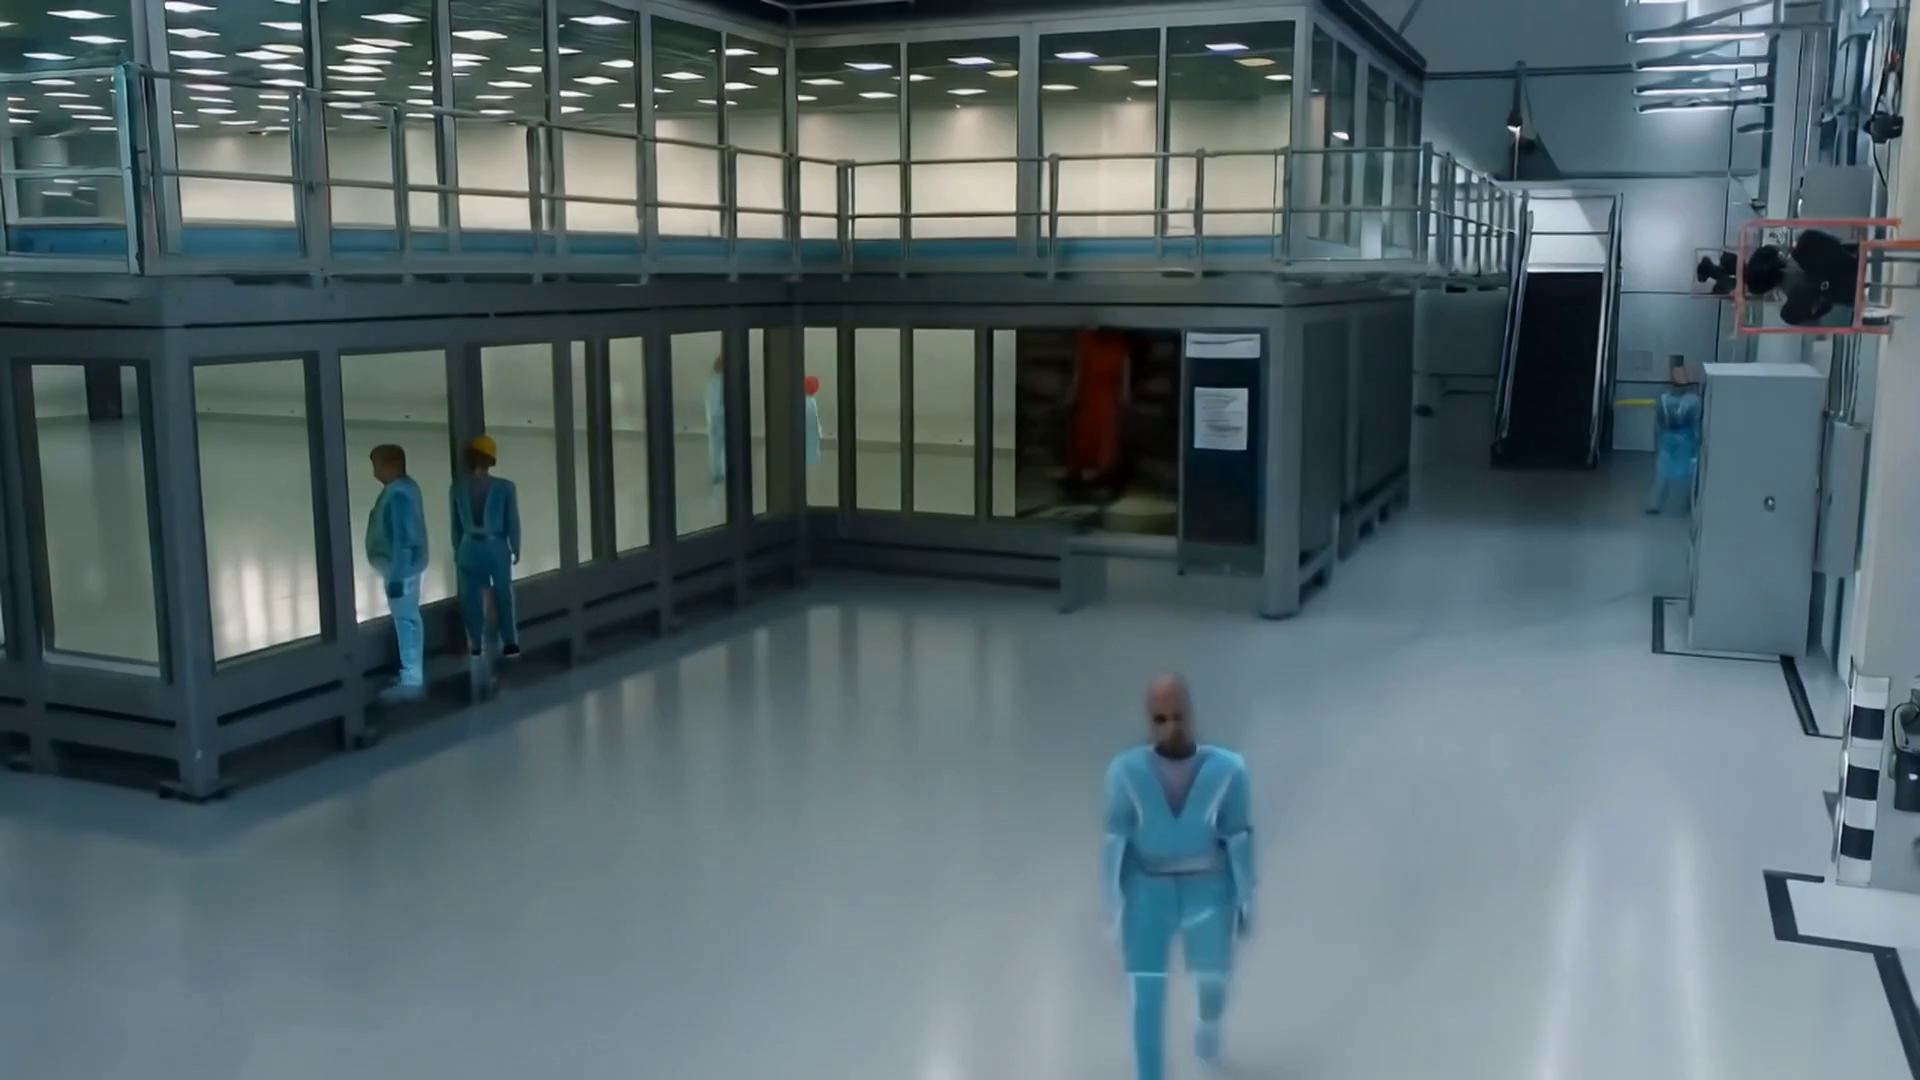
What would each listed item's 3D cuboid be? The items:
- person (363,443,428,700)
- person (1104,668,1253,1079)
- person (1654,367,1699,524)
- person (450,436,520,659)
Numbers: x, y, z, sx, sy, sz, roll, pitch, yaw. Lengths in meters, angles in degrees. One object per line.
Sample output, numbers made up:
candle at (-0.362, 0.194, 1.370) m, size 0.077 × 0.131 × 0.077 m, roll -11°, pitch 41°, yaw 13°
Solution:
person at (-4.040, 0.219, 11.933) m, size 0.430 × 1.839 × 0.619 m, roll -2°, pitch 10°, yaw -15°
person at (0.783, 1.258, 6.027) m, size 0.527 × 1.668 × 0.811 m, roll 1°, pitch 9°, yaw 5°
person at (8.768, -1.163, 20.280) m, size 0.606 × 1.909 × 0.905 m, roll 8°, pitch 13°, yaw 42°
person at (-3.735, 0.061, 13.124) m, size 0.530 × 1.768 × 0.312 m, roll -2°, pitch 9°, yaw -10°
